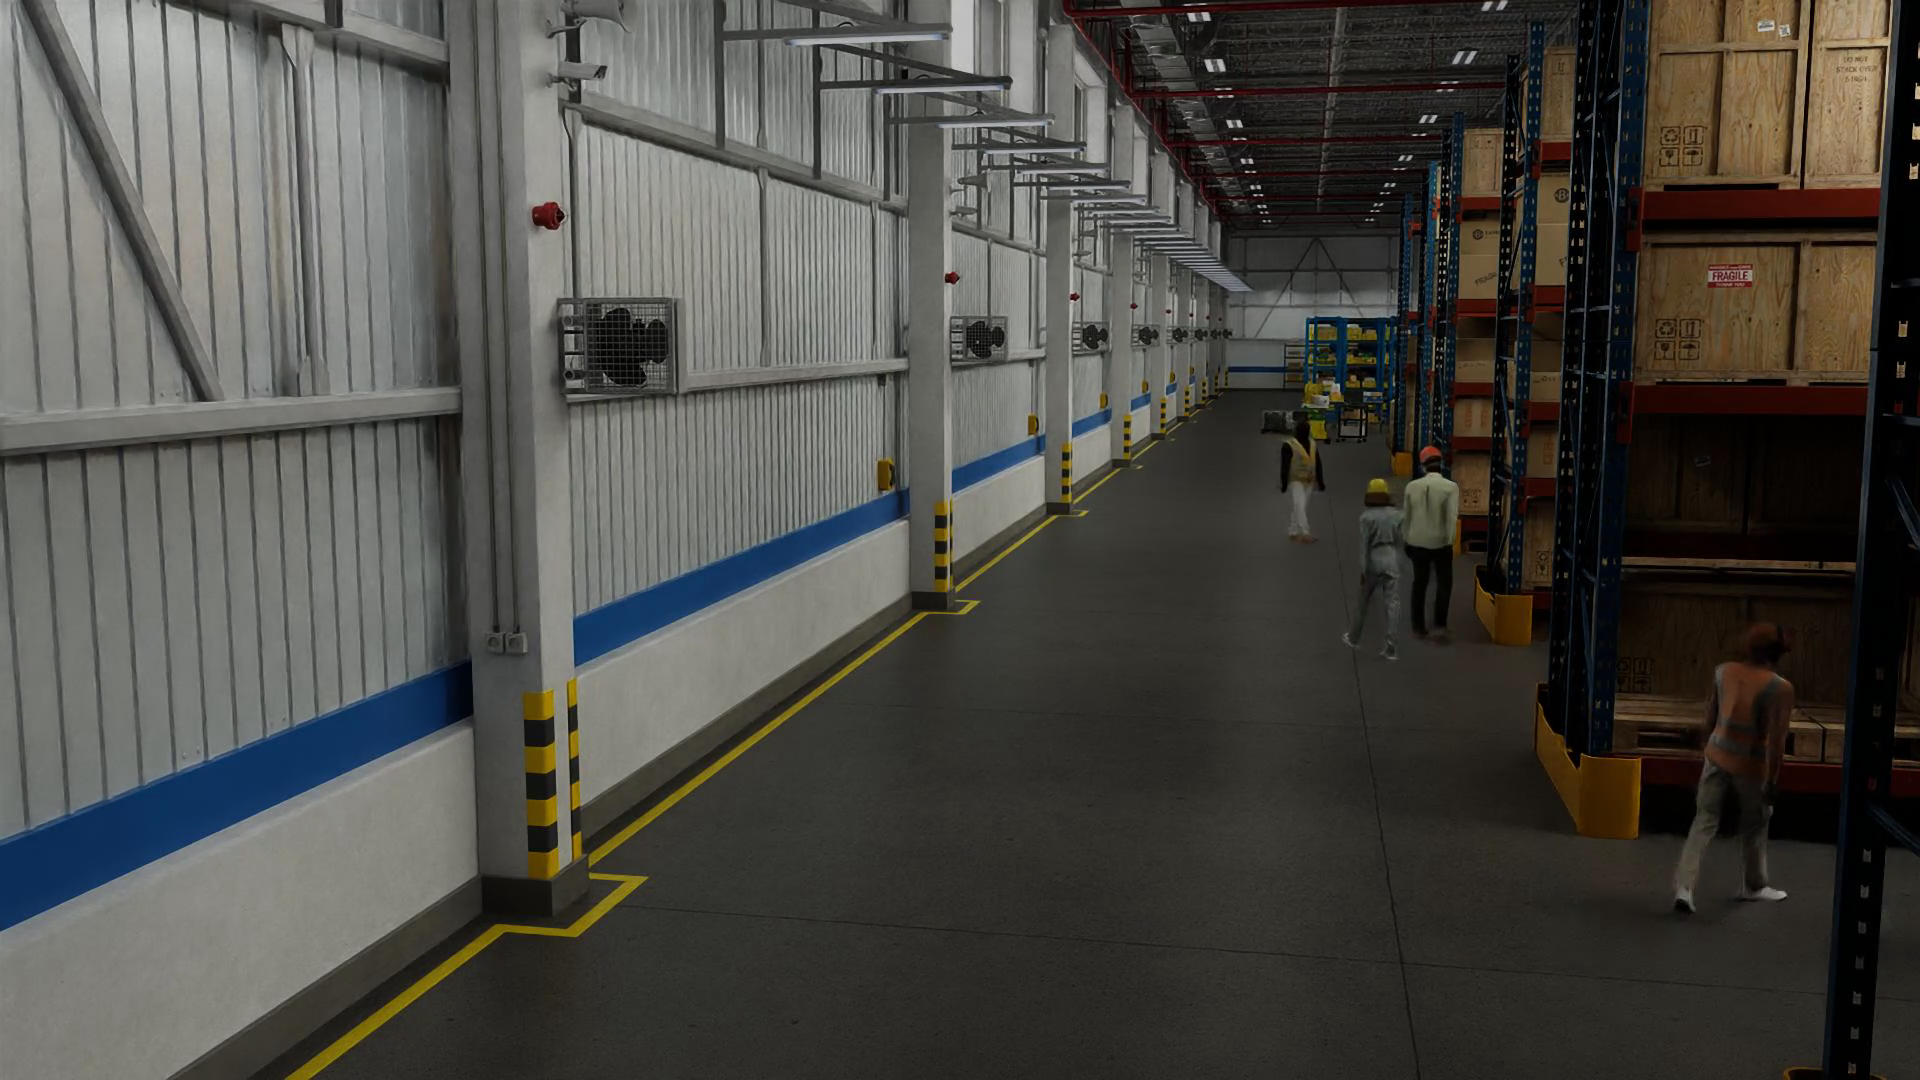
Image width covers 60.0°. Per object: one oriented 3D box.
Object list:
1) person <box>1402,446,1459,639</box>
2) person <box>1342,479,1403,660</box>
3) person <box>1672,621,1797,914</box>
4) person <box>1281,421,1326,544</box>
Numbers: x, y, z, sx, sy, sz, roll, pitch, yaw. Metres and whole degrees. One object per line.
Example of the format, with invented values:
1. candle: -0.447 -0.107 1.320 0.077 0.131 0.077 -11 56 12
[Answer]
1. person: 4.750 0.026 16.858 0.635 1.946 0.617 6 9 38
2. person: 3.994 0.261 15.974 0.480 1.692 0.865 -1 7 -11
3. person: 4.122 1.206 8.845 0.828 1.594 0.568 -4 8 -27
4. person: 5.088 -0.837 24.374 0.628 1.807 0.895 -4 8 -31
